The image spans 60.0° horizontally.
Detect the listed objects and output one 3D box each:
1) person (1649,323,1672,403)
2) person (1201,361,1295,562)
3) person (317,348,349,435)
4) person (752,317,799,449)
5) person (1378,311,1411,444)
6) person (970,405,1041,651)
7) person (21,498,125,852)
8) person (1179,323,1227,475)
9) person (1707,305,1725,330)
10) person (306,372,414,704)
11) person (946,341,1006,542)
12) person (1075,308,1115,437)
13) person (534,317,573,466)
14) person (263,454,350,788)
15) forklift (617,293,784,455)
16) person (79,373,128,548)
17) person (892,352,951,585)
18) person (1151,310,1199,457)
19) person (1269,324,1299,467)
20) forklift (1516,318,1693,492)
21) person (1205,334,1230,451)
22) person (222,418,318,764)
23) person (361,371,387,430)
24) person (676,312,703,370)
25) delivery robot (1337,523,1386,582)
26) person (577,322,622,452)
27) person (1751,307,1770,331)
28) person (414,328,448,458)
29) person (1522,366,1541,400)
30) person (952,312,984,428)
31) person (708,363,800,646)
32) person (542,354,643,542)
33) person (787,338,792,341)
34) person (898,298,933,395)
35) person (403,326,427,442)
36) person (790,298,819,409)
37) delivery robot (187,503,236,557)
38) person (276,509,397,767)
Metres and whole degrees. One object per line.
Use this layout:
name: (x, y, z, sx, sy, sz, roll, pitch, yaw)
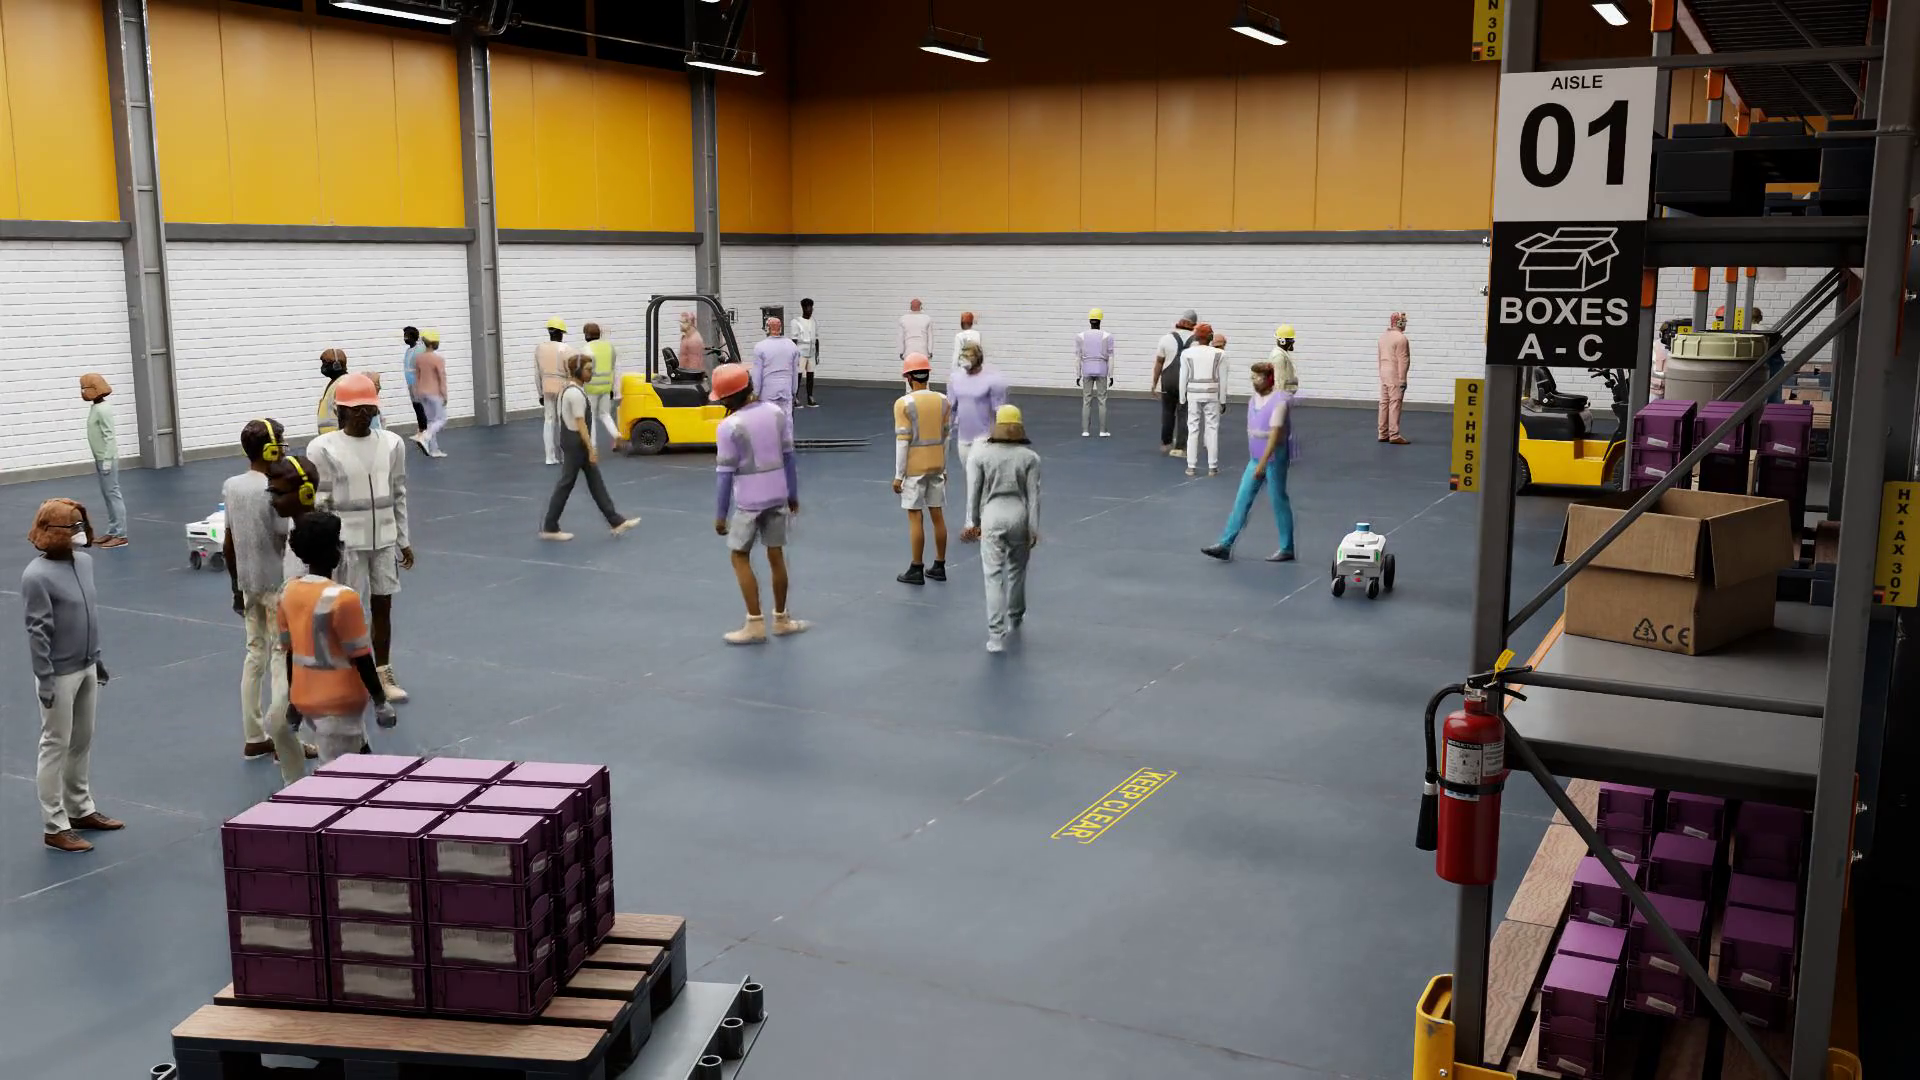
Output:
person: (9.348, -1.976, 22.095, 0.625, 1.844, 0.429, 3, 10, 14)
person: (2.592, -0.669, 14.673, 0.946, 1.792, 0.557, -5, 11, -25)
person: (-5.993, -0.937, 16.122, 0.430, 1.835, 0.621, -5, 11, -28)
person: (-2.444, -1.979, 21.951, 0.651, 1.903, 0.400, -6, 12, -31)
person: (6.285, -2.339, 24.004, 0.399, 1.909, 0.643, -3, 10, -15)
person: (0.318, -0.105, 11.692, 0.506, 1.674, 0.926, 1, 10, 5)
person: (-4.126, 0.611, 7.714, 0.271, 1.632, 0.503, 0, 10, 2)
person: (3.001, -1.730, 20.557, 0.584, 1.877, 0.339, 1, 10, 7)
person: (11.754, -2.660, 25.769, 0.375, 1.939, 0.546, -5, 11, -26)
person: (-3.578, 0.011, 10.005, 0.391, 2.040, 0.614, 10, 14, 44)
person: (0.080, -0.941, 15.924, 0.635, 1.906, 0.882, 8, 13, 40)
person: (2.011, -2.488, 24.806, 0.585, 1.927, 0.366, 2, 10, 11)
person: (-5.205, -1.912, 21.503, 0.584, 1.917, 0.386, 4, 10, 20)
person: (-3.030, 0.518, 7.650, 0.707, 1.837, 0.542, -9, 13, -41)
forklift: (-3.588, -2.317, 23.042, 2.313, 2.155, 1.214, -1, 10, -5)
person: (-8.011, -0.742, 15.549, 0.287, 1.632, 0.501, -7, 12, -36)
person: (-0.335, -0.591, 13.831, 0.544, 1.927, 0.384, -7, 12, -36)
person: (2.987, -2.164, 22.604, 0.770, 2.000, 0.882, 1, 10, 8)
person: (4.151, -1.855, 21.419, 0.404, 1.829, 0.600, 2, 10, 10)
forklift: (7.066, -1.601, 18.899, 2.313, 2.155, 1.214, 5, 11, 27)
person: (3.595, -2.057, 23.230, 0.338, 1.606, 0.666, -2, 10, -11)
person: (-3.733, 0.277, 8.982, 0.535, 1.864, 0.309, 5, 11, 26)
person: (-5.590, -0.781, 15.765, 0.311, 1.636, 0.523, -6, 12, -32)
person: (-3.930, -2.361, 24.161, 0.427, 1.908, 0.681, -2, 10, -12)
delivery robot: (3.259, 0.106, 13.486, 0.477, 0.478, 0.707, 3, 10, 18)
person: (-4.885, -2.021, 22.398, 0.585, 1.822, 0.635, 9, 13, 41)
person: (11.961, -2.552, 25.158, 0.627, 1.936, 0.374, 2, 10, 13)
person: (-7.070, -1.937, 22.147, 0.525, 1.751, 0.520, 5, 11, 27)
person: (8.749, -2.593, 25.790, 0.830, 1.807, 0.601, 3, 10, 18)
person: (0.160, -2.614, 25.791, 0.955, 1.846, 0.586, 9, 13, 43)
person: (-1.424, -0.265, 11.798, 0.389, 1.991, 0.740, 9, 14, 44)
person: (-3.556, -0.870, 15.825, 0.975, 1.789, 0.537, -2, 10, -11)
person: (-2.783, -2.522, 25.490, 0.524, 1.762, 0.325, -8, 13, -40)
person: (-0.811, -3.498, 30.713, 0.642, 1.909, 0.399, 0, 10, 3)
person: (-7.932, -2.273, 24.254, 0.321, 1.690, 0.536, -7, 12, -34)
person: (-2.731, -3.306, 29.476, 0.600, 1.958, 0.383, -9, 13, -41)
delivery robot: (-6.417, -0.083, 14.579, 0.477, 0.478, 0.707, 3, 10, 18)
person: (-2.734, 0.690, 7.164, 0.528, 1.661, 0.810, 9, 14, 43)
